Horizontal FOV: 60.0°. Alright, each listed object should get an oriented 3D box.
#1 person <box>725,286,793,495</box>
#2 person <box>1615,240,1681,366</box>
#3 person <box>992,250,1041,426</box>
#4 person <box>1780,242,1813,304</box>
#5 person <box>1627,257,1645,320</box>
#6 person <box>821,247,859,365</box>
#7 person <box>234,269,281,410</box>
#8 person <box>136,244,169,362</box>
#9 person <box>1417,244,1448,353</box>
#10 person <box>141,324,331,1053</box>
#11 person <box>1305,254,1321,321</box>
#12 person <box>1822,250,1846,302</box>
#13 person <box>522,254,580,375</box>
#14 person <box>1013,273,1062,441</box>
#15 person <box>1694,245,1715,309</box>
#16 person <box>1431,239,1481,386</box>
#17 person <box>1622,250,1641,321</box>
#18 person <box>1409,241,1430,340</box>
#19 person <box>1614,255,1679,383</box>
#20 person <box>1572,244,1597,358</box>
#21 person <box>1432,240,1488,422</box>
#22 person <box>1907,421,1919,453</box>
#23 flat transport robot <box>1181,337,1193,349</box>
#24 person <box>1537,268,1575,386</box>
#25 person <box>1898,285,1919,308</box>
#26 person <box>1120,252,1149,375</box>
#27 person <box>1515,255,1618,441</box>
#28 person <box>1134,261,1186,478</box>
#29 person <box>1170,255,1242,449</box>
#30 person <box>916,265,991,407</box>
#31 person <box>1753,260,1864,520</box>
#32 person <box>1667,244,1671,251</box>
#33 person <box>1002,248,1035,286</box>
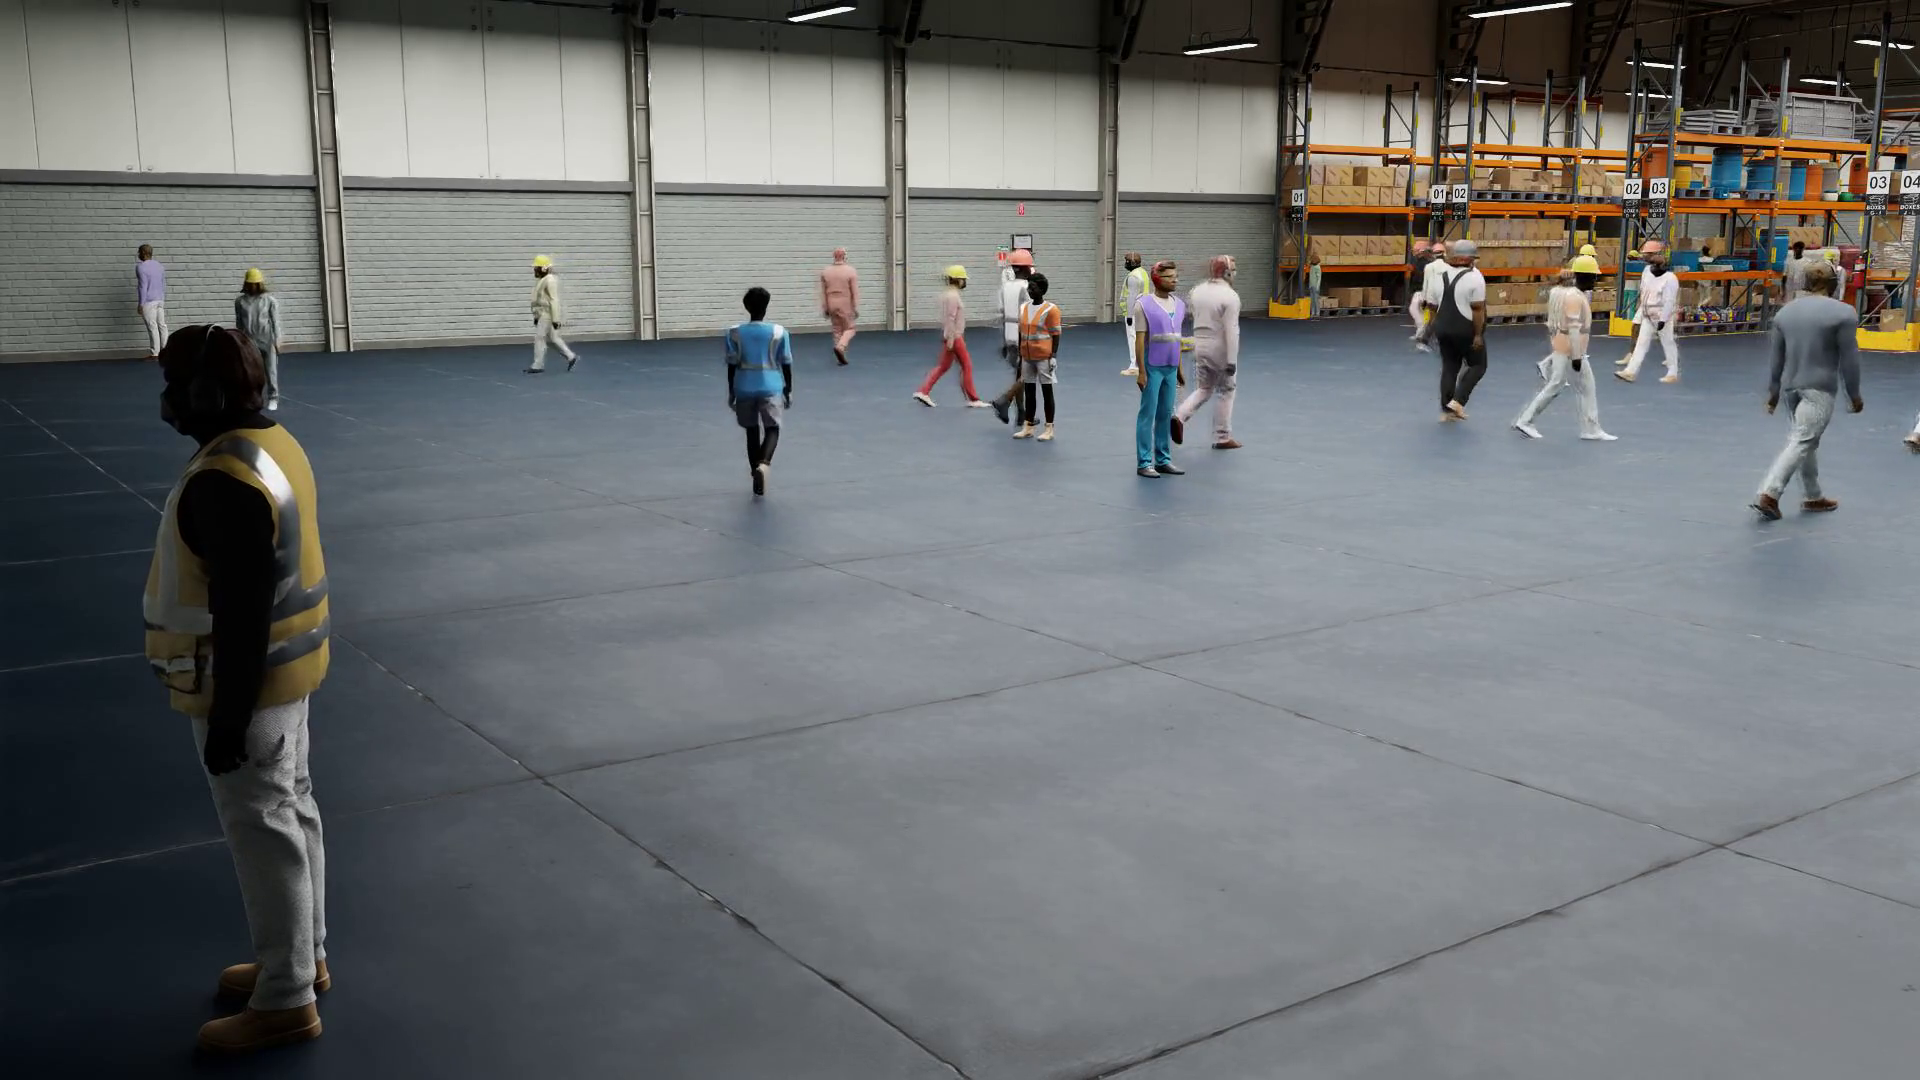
[{"bbox_3d":[-1.607,-1.182,13.242,0.540,1.671,0.740,1,10,4],"label":"person"},{"bbox_3d":[11.056,-3.763,26.503,0.995,2.007,0.618,0,10,-1],"label":"person"},{"bbox_3d":[0.610,-2.169,17.983,0.639,1.922,0.573,-8,13,-38],"label":"person"},{"bbox_3d":[17.818,-5.370,35.511,0.666,1.941,0.654,-8,13,-37],"label":"person"},{"bbox_3d":[15.485,-5.629,37.816,0.754,1.605,0.514,-6,12,-31],"label":"person"},{"bbox_3d":[-1.906,-3.713,26.511,0.665,1.890,0.539,4,11,23],"label":"person"},{"bbox_3d":[-8.204,-2.325,19.475,0.492,1.687,0.916,-3,11,-14],"label":"person"},{"bbox_3d":[-13.390,-3.921,27.533,0.370,1.940,0.627,2,10,8],"label":"person"},{"bbox_3d":[8.533,-4.328,29.777,1.019,1.935,0.668,-6,12,-30],"label":"person"},{"bbox_3d":[-1.835,0.374,4.254,0.429,1.841,0.633,-2,11,-13],"label":"person"},{"bbox_3d":[8.716,-6.208,40.912,0.287,1.631,0.501,-2,11,-11],"label":"person"},{"bbox_3d":[16.822,-4.714,32.235,0.595,1.808,0.613,7,13,35],"label":"person"},{"bbox_3d":[-6.166,-3.390,25.005,0.835,1.809,0.586,-4,11,-23],"label":"person"},{"bbox_3d":[0.787,-1.848,16.828,0.535,1.697,0.322,10,14,42],"label":"person"},{"bbox_3d":[18.415,-6.366,41.151,0.506,1.860,0.538,-7,13,-34],"label":"person"},{"bbox_3d":[6.805,-3.106,22.834,0.637,2.028,0.674,3,11,15],"label":"person"},{"bbox_3d":[14.601,-5.420,36.227,0.323,1.765,0.533,-9,14,-40],"label":"person"},{"bbox_3d":[9.121,-4.958,33.112,0.460,1.973,0.643,0,10,0],"label":"person"},{"bbox_3d":[9.789,-3.106,23.452,0.949,1.792,0.642,-3,11,-15],"label":"person"},{"bbox_3d":[10.657,-4.084,28.460,0.382,1.924,0.594,2,11,12],"label":"person"},{"bbox_3d":[5.562,-2.313,18.437,0.536,2.000,0.698,-6,12,-31],"label":"person"},{"bbox_3d":[9.487,-1.718,15.738,0.982,1.845,0.565,-3,11,-18],"label":"person"},{"bbox_3d":[4.236,-3.555,30.102,1.431,0.197,0.652,-4,11,-21],"label":"flat transport robot"},{"bbox_3d":[8.266,-2.948,23.054,0.553,1.620,0.517,-9,14,-40],"label":"person"},{"bbox_3d":[19.192,-4.987,33.413,0.626,1.934,0.363,5,12,28],"label":"person"},{"bbox_3d":[2.601,-3.375,24.853,0.430,1.838,0.630,4,11,23],"label":"person"},{"bbox_3d":[6.172,-1.945,16.880,0.978,1.883,0.603,6,12,29],"label":"person"},{"bbox_3d":[1.712,-1.469,14.332,0.565,1.850,0.390,-9,14,-42],"label":"person"},{"bbox_3d":[2.413,-1.797,16.031,0.697,1.886,0.661,-7,12,-33],"label":"person"},{"bbox_3d":[-0.104,-2.456,20.083,0.897,1.723,0.539,0,10,-1],"label":"person"},{"bbox_3d":[6.189,-1.098,12.195,0.982,1.903,0.636,-4,11,-22],"label":"person"},{"bbox_3d":[16.613,-6.034,39.212,0.865,1.903,0.555,-9,14,-41],"label":"person"},{"bbox_3d":[0.970,-3.910,27.677,0.586,1.866,0.716,4,11,21],"label":"person"}]
